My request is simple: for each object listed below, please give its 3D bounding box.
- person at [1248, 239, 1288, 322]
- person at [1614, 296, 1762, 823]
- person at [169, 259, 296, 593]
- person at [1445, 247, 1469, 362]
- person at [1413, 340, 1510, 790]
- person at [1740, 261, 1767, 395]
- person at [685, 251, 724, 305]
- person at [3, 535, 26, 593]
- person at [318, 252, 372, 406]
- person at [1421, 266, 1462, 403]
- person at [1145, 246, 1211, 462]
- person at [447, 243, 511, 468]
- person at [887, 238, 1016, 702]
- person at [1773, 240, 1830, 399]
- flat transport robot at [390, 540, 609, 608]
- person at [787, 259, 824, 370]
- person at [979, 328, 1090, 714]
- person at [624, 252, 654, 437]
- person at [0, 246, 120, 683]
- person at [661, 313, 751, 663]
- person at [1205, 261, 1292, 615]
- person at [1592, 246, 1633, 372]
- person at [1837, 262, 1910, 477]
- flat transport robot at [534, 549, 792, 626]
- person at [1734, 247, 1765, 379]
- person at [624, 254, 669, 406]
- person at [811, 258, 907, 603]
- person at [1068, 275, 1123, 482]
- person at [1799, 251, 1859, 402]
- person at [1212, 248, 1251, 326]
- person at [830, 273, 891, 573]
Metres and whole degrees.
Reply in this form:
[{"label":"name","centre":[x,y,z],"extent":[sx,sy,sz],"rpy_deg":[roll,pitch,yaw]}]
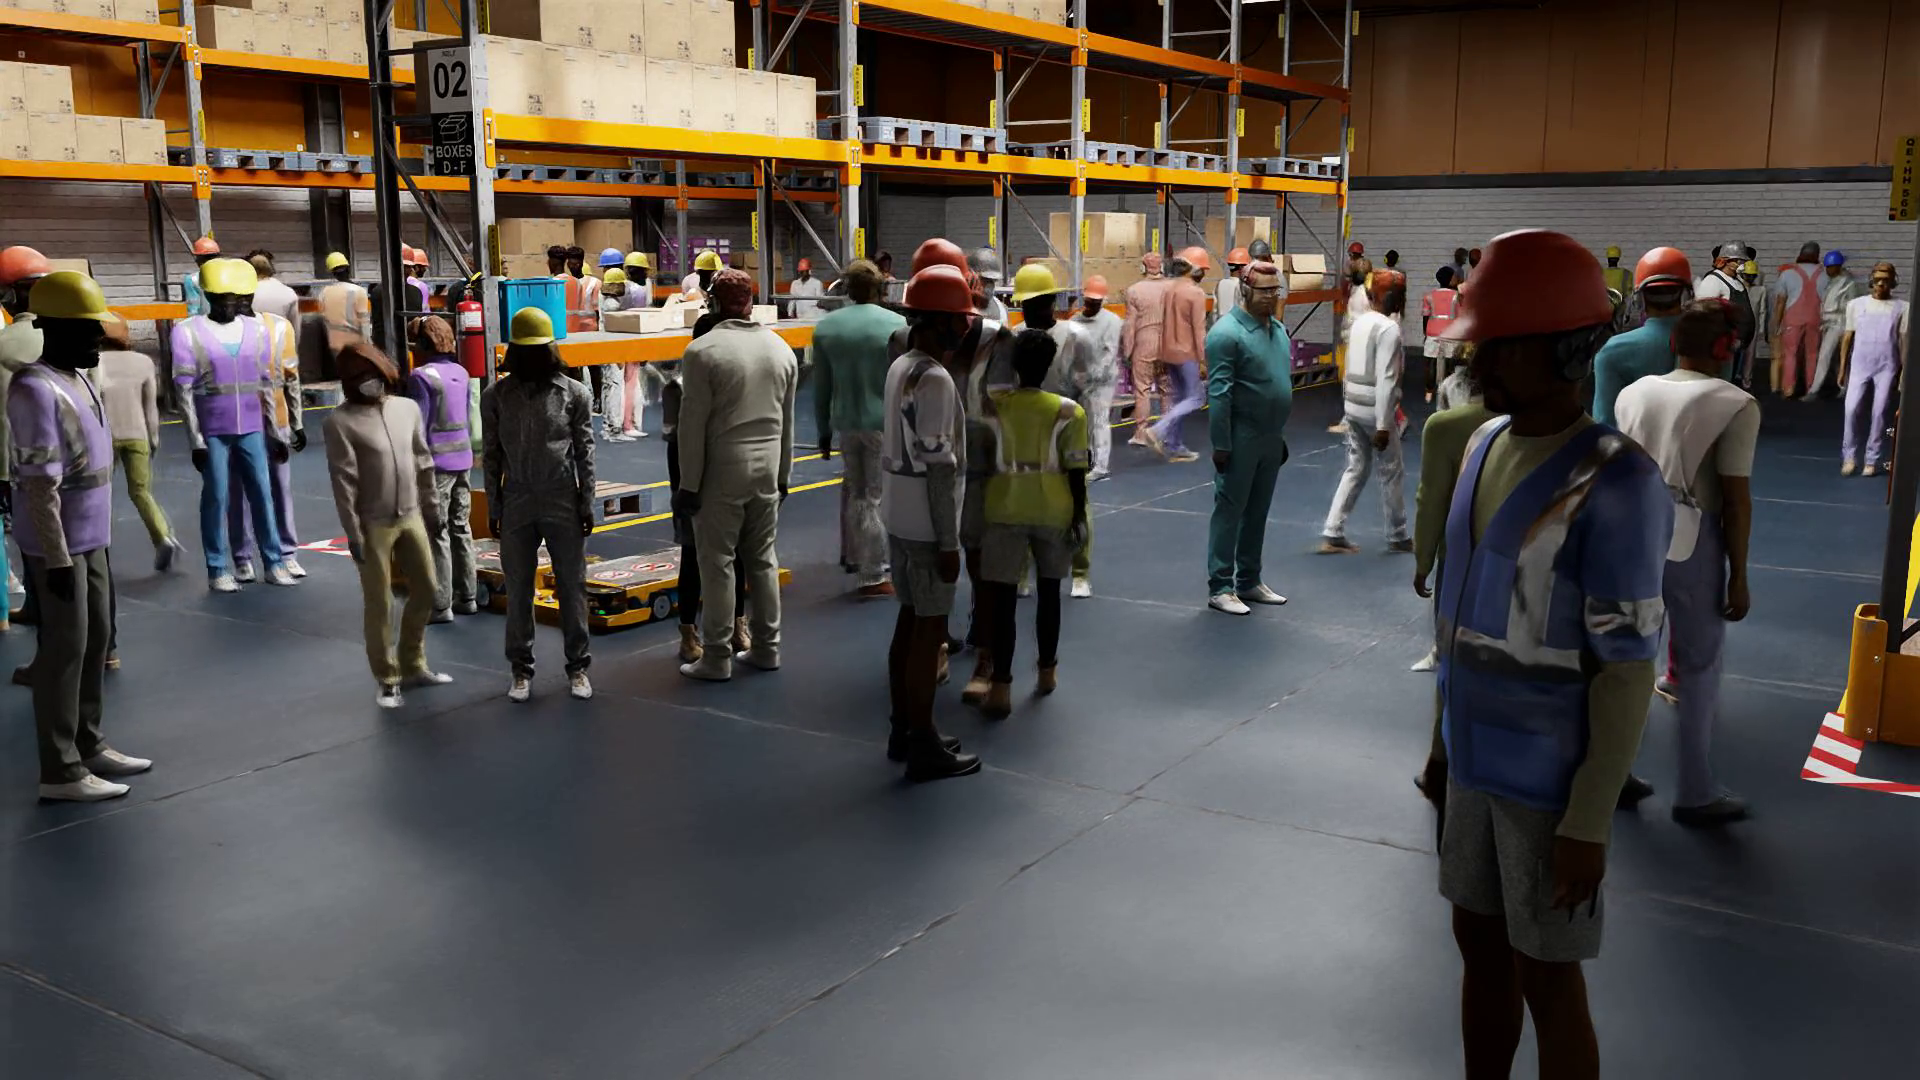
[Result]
[{"label":"person","centre":[3.477,-2.520,19.596],"extent":[0.537,2.000,0.679],"rpy_deg":[-9,13,-40]},{"label":"person","centre":[2.495,0.071,5.818],"extent":[0.426,1.834,0.563],"rpy_deg":[-5,11,-25]},{"label":"person","centre":[-4.180,-0.650,9.611],"extent":[0.413,1.914,0.650],"rpy_deg":[9,14,41]},{"label":"person","centre":[8.162,-3.892,27.604],"extent":[0.527,1.905,0.633],"rpy_deg":[4,11,23]},{"label":"person","centre":[1.895,0.073,6.005],"extent":[0.525,1.761,0.340],"rpy_deg":[0,10,0]},{"label":"person","centre":[10.229,-2.753,21.674],"extent":[0.530,1.760,0.353],"rpy_deg":[0,10,0]},{"label":"person","centre":[-2.313,-1.663,15.188],"extent":[0.399,1.919,0.589],"rpy_deg":[2,10,10]},{"label":"person","centre":[-5.840,-0.599,9.509],"extent":[0.939,1.869,0.628],"rpy_deg":[3,11,16]},{"label":"person","centre":[-6.110,-1.953,16.856],"extent":[0.613,1.889,0.663],"rpy_deg":[4,11,21]},{"label":"person","centre":[6.005,-2.547,20.691],"extent":[0.535,1.700,0.318],"rpy_deg":[4,11,20]},{"label":"person","centre":[1.971,-1.653,14.993],"extent":[0.619,1.964,0.655],"rpy_deg":[-4,11,-22]},{"label":"person","centre":[-4.236,-1.671,14.891],"extent":[0.674,2.000,0.535],"rpy_deg":[-5,11,-24]},{"label":"person","centre":[-0.053,-0.299,7.326],"extent":[0.619,2.029,0.410],"rpy_deg":[4,11,21]},{"label":"person","centre":[10.773,-2.817,21.242],"extent":[0.690,2.000,0.535],"rpy_deg":[3,11,17]},{"label":"flat transport robot","centre":[-2.704,0.173,9.579],"extent":[1.431,0.197,0.652],"rpy_deg":[7,13,35]},{"label":"person","centre":[-2.455,-3.491,25.862],"extent":[0.568,1.724,0.761],"rpy_deg":[6,12,30]},{"label":"person","centre":[0.288,-0.091,7.231],"extent":[0.546,1.653,0.672],"rpy_deg":[1,10,4]},{"label":"person","centre":[-3.356,-2.015,17.198],"extent":[0.472,1.907,0.591],"rpy_deg":[-6,12,-32]},{"label":"person","centre":[-4.200,-0.338,7.629],"extent":[0.397,1.992,0.621],"rpy_deg":[4,11,20]},{"label":"person","centre":[-1.183,-0.252,7.999],"extent":[0.535,1.690,0.323],"rpy_deg":[-7,13,-36]},{"label":"person","centre":[1.606,-0.557,9.089],"extent":[0.402,1.906,0.652],"rpy_deg":[10,14,43]},{"label":"person","centre":[9.900,-3.496,25.309],"extent":[0.587,1.930,0.357],"rpy_deg":[3,11,15]},{"label":"person","centre":[7.758,-1.433,14.137],"extent":[0.545,1.831,0.562],"rpy_deg":[6,12,32]},{"label":"flat transport robot","centre":[-1.656,0.228,9.271],"extent":[0.652,0.197,1.431],"rpy_deg":[7,13,35]},{"label":"person","centre":[11.496,-3.321,24.362],"extent":[0.596,1.920,0.380],"rpy_deg":[-5,11,-27]},{"label":"person","centre":[-3.846,-2.546,20.250],"extent":[0.464,1.849,0.544],"rpy_deg":[-7,13,-35]},{"label":"person","centre":[-0.459,-0.615,9.383],"extent":[0.699,1.921,0.547],"rpy_deg":[5,11,24]},{"label":"person","centre":[1.056,-1.349,13.959],"extent":[0.560,1.735,0.469],"rpy_deg":[8,13,37]},{"label":"person","centre":[11.054,-2.701,21.039],"extent":[0.991,1.908,0.601],"rpy_deg":[-4,11,-21]},{"label":"person","centre":[3.025,-2.227,18.255],"extent":[0.366,1.935,0.552],"rpy_deg":[-7,13,-35]},{"label":"person","centre":[-0.612,-0.712,10.157],"extent":[0.388,1.837,0.560],"rpy_deg":[-3,11,-17]}]
